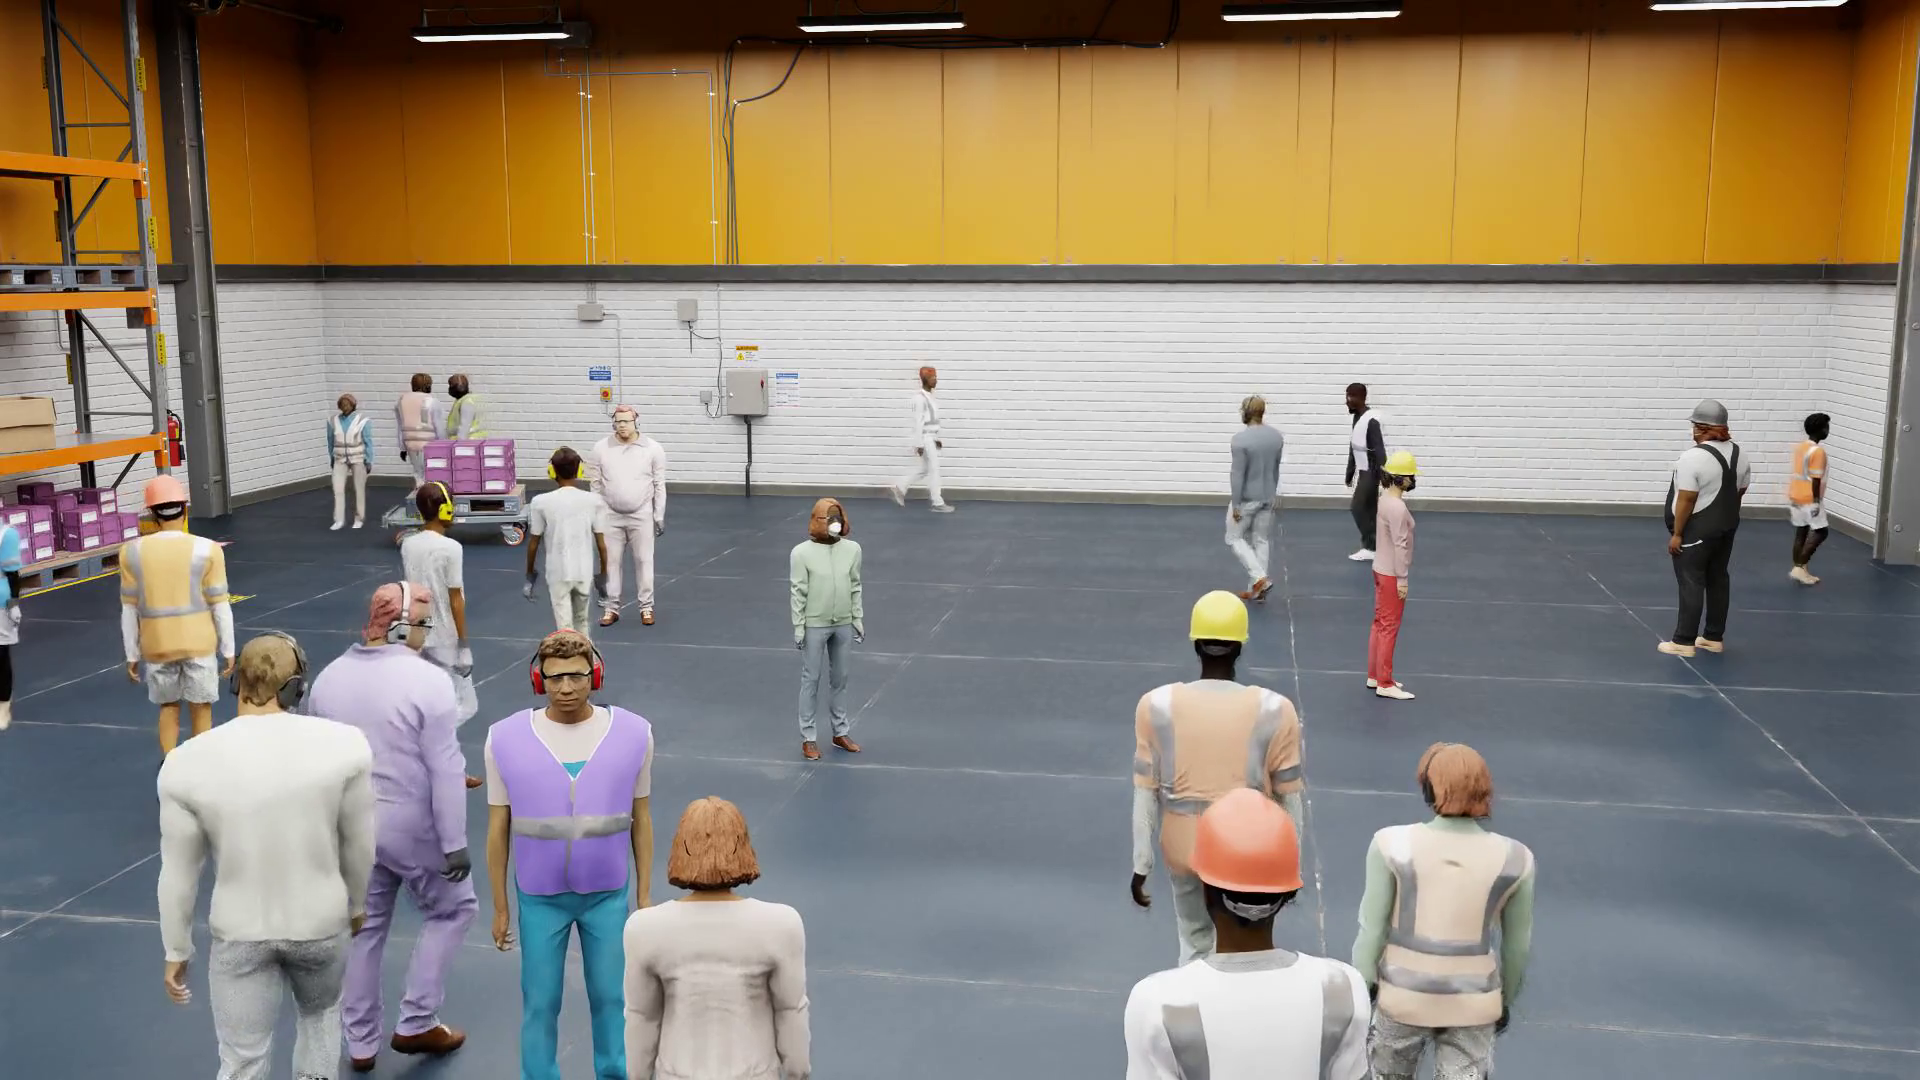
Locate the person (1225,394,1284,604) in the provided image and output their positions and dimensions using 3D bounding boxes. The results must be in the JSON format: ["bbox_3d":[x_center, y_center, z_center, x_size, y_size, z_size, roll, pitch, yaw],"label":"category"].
[{"bbox_3d":[2.687,-0.360,15.143,0.625,1.927,0.474,-6,11,-35],"label":"person"}]

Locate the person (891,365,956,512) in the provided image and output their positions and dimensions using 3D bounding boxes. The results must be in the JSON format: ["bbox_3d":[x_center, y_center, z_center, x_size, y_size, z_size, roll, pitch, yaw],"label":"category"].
[{"bbox_3d":[-0.471,-1.279,21.042,0.802,1.866,0.578,2,9,10],"label":"person"}]

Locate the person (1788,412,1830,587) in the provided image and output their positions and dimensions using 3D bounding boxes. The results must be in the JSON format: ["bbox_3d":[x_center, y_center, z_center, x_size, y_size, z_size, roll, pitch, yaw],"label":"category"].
[{"bbox_3d":[8.221,-0.398,16.116,0.337,1.694,0.582,1,9,5],"label":"person"}]

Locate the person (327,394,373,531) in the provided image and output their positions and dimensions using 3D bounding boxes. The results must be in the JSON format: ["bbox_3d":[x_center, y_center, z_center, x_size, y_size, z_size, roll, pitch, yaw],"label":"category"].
[{"bbox_3d":[-7.146,-0.896,19.444,0.538,1.602,0.725,0,9,-3],"label":"person"}]

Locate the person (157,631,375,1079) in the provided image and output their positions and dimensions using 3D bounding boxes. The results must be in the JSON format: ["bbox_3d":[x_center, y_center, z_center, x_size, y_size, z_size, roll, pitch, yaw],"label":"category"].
[{"bbox_3d":[-2.192,1.240,5.312,0.652,1.899,0.641,-3,10,-19],"label":"person"}]

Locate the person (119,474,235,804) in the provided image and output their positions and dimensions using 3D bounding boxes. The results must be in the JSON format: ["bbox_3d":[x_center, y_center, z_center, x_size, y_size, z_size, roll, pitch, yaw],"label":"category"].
[{"bbox_3d":[-4.347,0.591,9.279,0.571,1.916,0.468,-2,9,-12],"label":"person"}]

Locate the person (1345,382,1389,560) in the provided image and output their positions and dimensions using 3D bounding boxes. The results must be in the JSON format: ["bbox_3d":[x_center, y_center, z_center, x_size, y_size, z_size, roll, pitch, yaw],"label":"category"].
[{"bbox_3d":[4.309,-0.714,17.504,0.598,1.874,0.609,0,9,1],"label":"person"}]

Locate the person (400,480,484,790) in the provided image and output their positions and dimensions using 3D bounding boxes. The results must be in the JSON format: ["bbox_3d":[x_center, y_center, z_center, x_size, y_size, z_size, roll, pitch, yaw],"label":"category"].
[{"bbox_3d":[-3.004,0.590,9.477,0.522,1.853,0.572,7,12,38],"label":"person"}]

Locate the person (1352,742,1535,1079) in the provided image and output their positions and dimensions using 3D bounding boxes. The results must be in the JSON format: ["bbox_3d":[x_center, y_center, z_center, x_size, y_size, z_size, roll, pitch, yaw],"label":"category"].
[{"bbox_3d":[1.454,1.415,5.071,0.531,1.615,0.460,1,9,8],"label":"person"}]

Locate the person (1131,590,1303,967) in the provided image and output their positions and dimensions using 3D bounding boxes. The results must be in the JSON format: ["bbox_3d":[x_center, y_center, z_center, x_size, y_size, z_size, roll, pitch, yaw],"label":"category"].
[{"bbox_3d":[0.925,1.131,6.042,0.609,1.893,0.944,2,9,13],"label":"person"}]

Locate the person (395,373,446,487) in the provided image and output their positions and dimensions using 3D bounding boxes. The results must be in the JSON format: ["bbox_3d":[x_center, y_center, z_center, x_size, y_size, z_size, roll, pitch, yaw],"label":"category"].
[{"bbox_3d":[-6.630,-1.149,20.432,0.616,1.810,0.713,3,10,19],"label":"person"}]

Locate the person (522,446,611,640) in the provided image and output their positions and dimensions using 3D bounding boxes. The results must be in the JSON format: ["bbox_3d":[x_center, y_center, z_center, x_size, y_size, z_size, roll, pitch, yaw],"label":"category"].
[{"bbox_3d":[-2.745,0.273,11.481,0.537,1.841,0.772,-5,11,-30],"label":"person"}]

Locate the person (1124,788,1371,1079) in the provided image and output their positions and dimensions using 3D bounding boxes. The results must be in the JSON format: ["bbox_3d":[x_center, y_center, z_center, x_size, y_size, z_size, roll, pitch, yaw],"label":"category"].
[{"bbox_3d":[0.603,1.491,3.636,0.543,1.939,0.360,-2,9,-10],"label":"person"}]

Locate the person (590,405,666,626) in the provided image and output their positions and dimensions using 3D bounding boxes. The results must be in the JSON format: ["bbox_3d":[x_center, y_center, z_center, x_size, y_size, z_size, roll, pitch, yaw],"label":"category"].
[{"bbox_3d":[-2.851,-0.208,14.271,0.637,1.910,0.403,-1,9,-4],"label":"person"}]

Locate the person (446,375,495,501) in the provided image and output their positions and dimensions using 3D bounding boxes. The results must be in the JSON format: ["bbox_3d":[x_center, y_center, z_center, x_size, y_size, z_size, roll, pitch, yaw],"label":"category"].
[{"bbox_3d":[-6.058,-1.096,20.119,0.947,1.791,0.641,-4,10,-25],"label":"person"}]

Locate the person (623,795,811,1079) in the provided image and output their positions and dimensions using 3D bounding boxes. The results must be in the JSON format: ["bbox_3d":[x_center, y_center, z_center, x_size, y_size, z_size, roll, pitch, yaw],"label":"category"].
[{"bbox_3d":[-0.660,1.502,4.546,0.507,1.628,0.285,0,9,2],"label":"person"}]

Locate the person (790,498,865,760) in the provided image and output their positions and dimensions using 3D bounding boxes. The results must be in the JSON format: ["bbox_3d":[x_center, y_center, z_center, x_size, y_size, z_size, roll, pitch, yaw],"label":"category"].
[{"bbox_3d":[-0.827,0.548,10.429,0.507,1.633,0.275,-6,11,-33],"label":"person"}]

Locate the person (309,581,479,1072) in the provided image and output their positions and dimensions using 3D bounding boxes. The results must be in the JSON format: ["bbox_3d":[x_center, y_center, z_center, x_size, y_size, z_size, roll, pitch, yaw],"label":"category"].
[{"bbox_3d":[-2.134,1.085,6.311,0.748,1.884,0.465,3,10,19],"label":"person"}]

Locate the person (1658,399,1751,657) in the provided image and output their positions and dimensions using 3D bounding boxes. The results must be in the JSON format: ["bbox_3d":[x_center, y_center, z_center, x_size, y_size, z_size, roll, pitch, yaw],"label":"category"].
[{"bbox_3d":[5.855,-0.101,13.196,0.682,2.000,0.537,-4,10,-26],"label":"person"}]

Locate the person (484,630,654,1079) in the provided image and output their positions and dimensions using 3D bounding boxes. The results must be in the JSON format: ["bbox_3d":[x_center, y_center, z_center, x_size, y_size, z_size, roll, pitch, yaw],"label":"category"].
[{"bbox_3d":[-1.320,1.205,5.694,0.567,1.847,0.389,-3,10,-18],"label":"person"}]

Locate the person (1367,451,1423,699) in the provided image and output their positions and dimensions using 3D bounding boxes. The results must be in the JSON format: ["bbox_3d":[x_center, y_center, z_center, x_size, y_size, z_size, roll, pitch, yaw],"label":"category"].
[{"bbox_3d":[3.115,0.245,11.897,0.313,1.767,0.533,0,9,1],"label":"person"}]

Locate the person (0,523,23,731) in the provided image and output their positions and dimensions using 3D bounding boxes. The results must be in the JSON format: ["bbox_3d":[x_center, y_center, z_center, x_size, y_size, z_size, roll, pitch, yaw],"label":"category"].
[{"bbox_3d":[-6.436,0.438,10.940,0.537,1.686,0.363,-2,9,-13],"label":"person"}]
